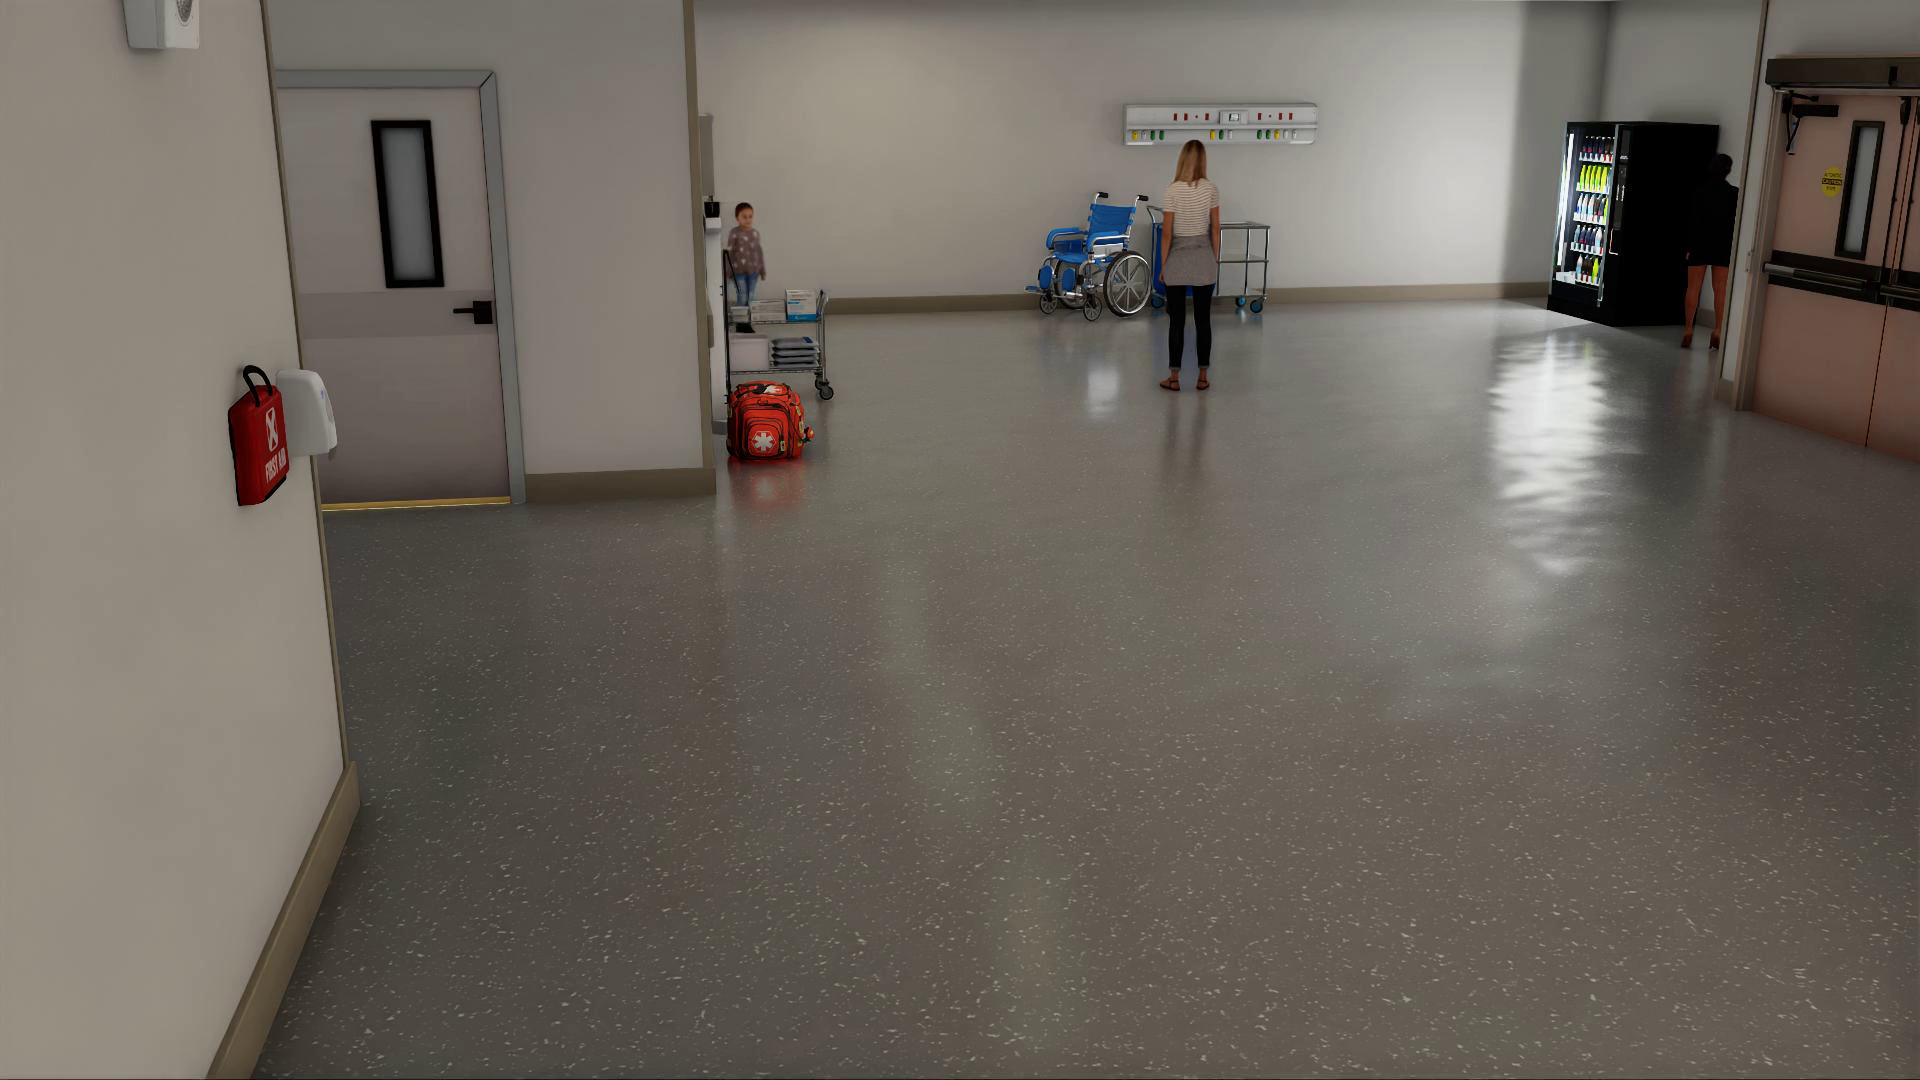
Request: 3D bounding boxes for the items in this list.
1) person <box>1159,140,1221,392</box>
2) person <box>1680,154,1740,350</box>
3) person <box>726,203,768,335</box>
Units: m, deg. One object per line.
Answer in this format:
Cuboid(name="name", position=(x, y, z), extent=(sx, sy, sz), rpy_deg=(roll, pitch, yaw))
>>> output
Cuboid(name="person", position=(1.699, -2.020, 12.273), extent=(0.604, 1.827, 0.540), rpy_deg=(-1, 16, -5))
Cuboid(name="person", position=(6.387, -2.446, 14.130), extent=(0.697, 1.640, 0.756), rpy_deg=(7, 17, 23))
Cuboid(name="person", position=(-1.934, -2.401, 14.804), extent=(0.570, 1.188, 0.585), rpy_deg=(-9, 18, -29))
